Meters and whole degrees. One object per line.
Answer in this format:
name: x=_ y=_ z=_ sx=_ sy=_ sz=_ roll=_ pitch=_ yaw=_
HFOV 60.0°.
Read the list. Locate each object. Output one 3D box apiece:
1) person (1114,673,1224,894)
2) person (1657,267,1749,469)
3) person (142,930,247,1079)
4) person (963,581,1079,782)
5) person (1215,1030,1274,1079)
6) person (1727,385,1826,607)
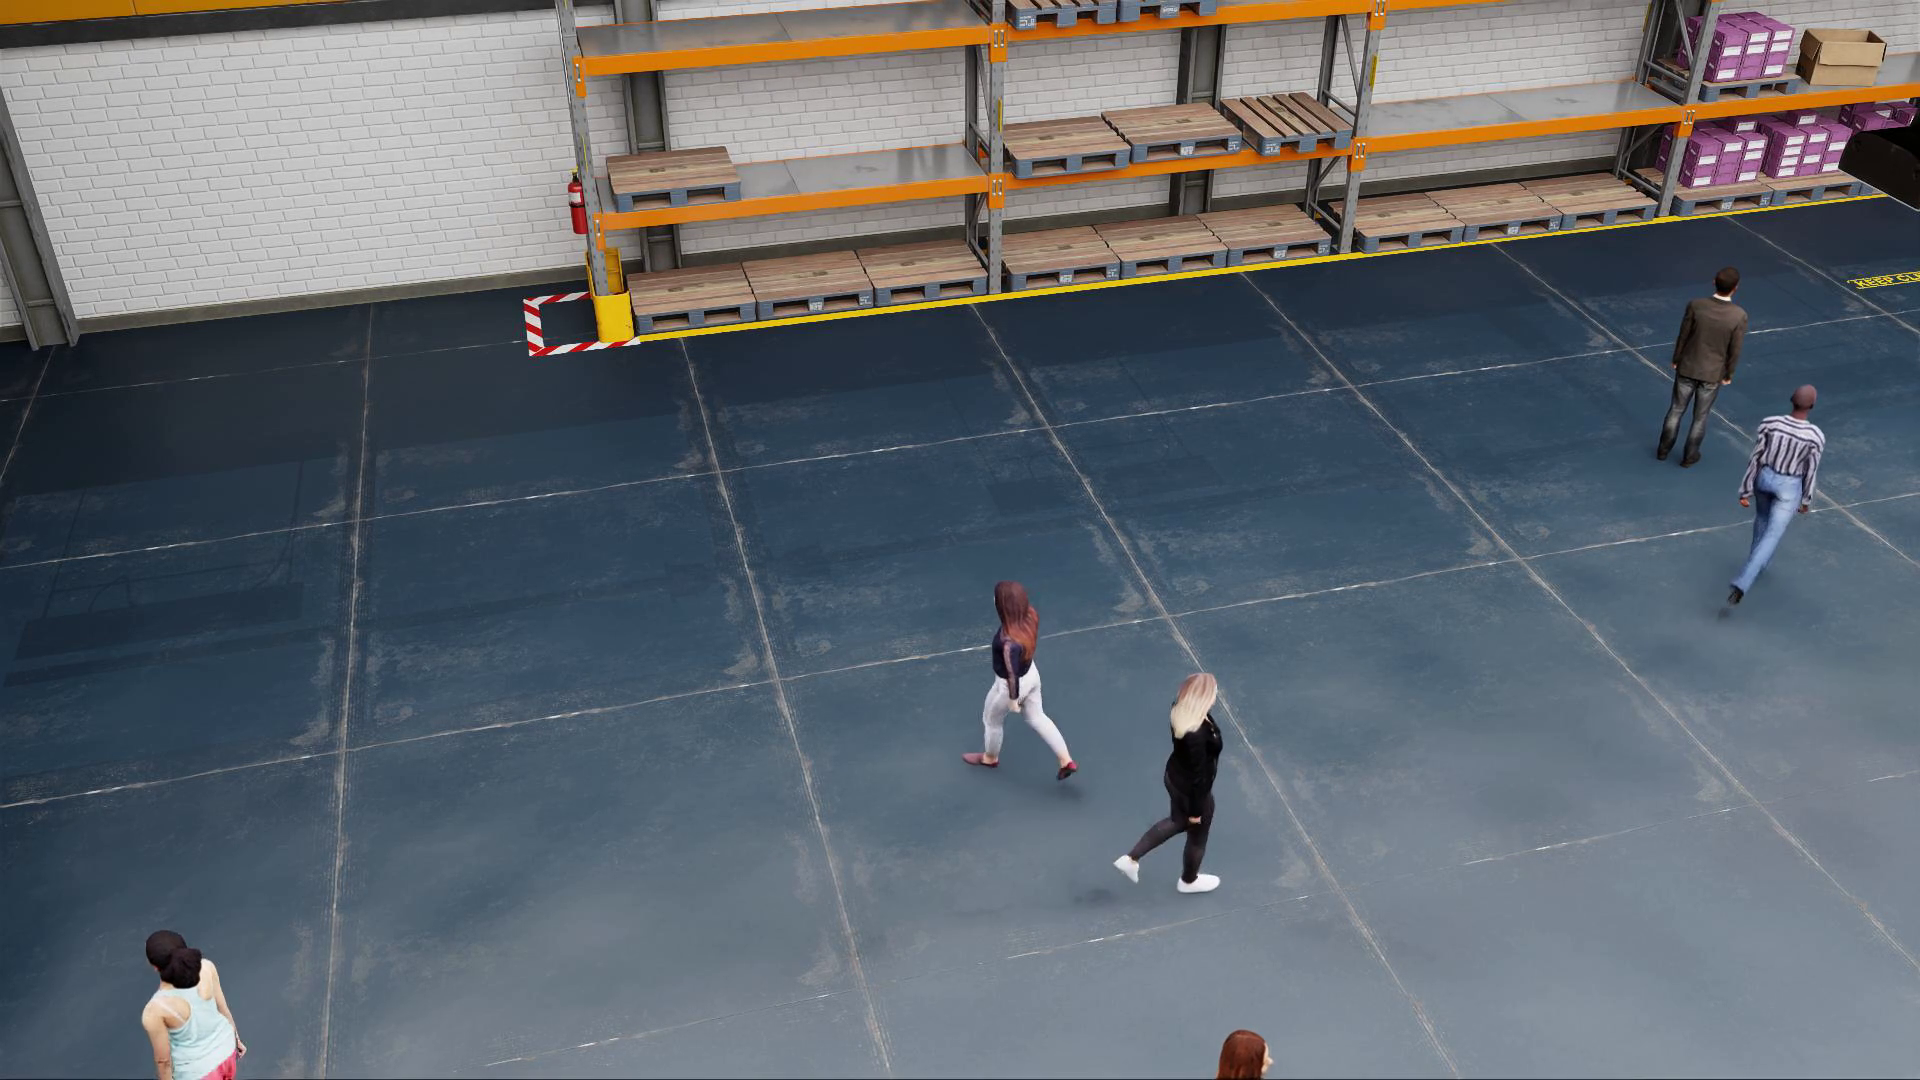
person: x=1.254 y=1.475 z=9.800 sx=0.892 sy=1.667 sz=0.634 roll=-5 pitch=34 yaw=-8
person: x=6.295 y=-1.471 z=14.110 sx=0.731 sy=1.803 sz=0.777 roll=20 pitch=38 yaw=27
person: x=-3.609 y=2.577 z=8.076 sx=1.136 sy=1.741 sz=1.035 roll=15 pitch=37 yaw=22
person: x=0.422 y=0.948 z=10.675 sx=1.122 sy=1.577 sz=1.035 roll=17 pitch=37 yaw=24
person: x=1.240 y=2.865 z=7.653 sx=0.609 sy=1.728 sz=0.633 roll=3 pitch=34 yaw=4
person: x=6.055 y=-0.295 z=12.382 sx=1.032 sy=1.756 sz=1.226 roll=27 pitch=42 yaw=35
